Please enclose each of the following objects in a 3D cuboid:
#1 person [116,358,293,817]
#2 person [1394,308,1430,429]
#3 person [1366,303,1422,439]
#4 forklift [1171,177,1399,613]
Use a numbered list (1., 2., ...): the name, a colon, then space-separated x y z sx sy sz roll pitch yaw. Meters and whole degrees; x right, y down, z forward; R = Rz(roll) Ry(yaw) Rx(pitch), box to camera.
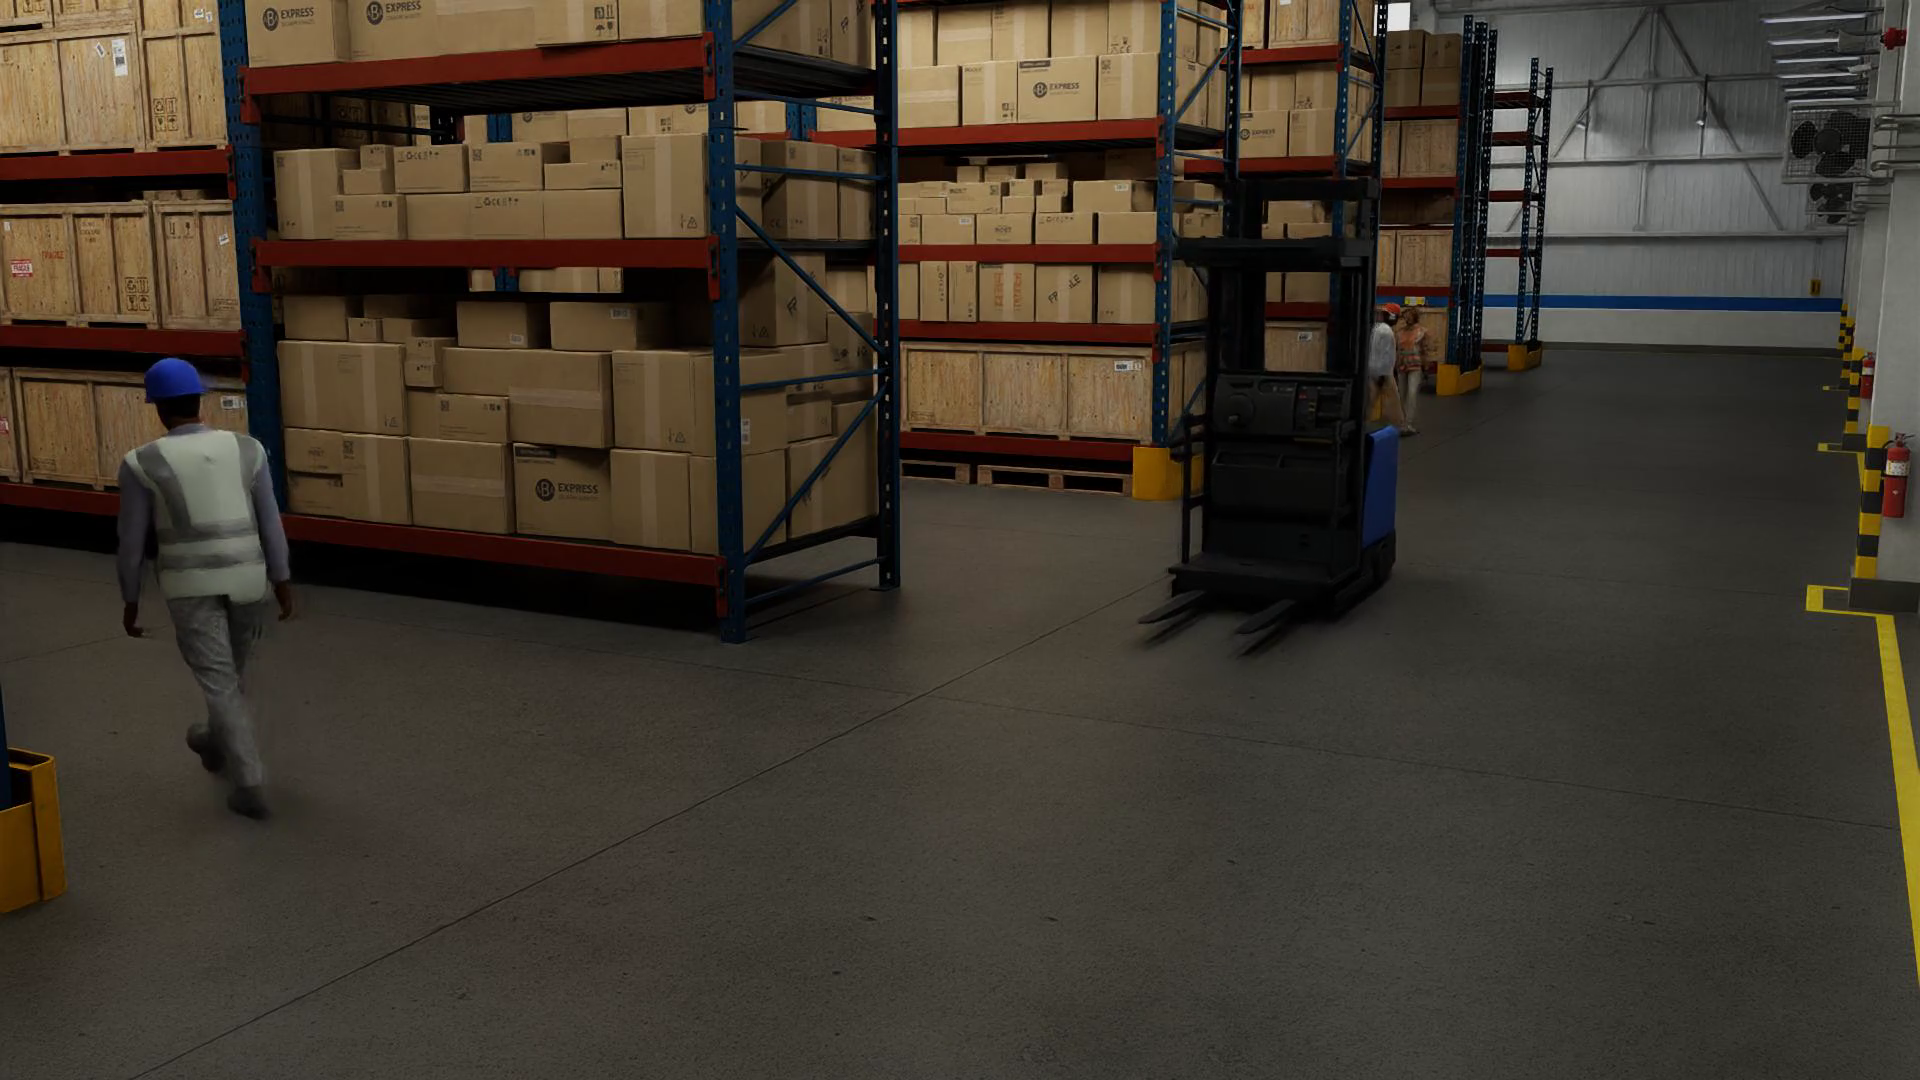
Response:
1. person: -3.239 0.183 7.056 1.046 1.883 0.637 9 13 42
2. person: 5.791 -2.199 21.653 0.531 1.610 0.729 7 12 37
3. person: 5.418 -2.120 20.920 0.815 1.701 0.557 0 10 -2
4. forklift: 2.332 -1.071 11.447 1.129 2.768 1.873 5 11 27
